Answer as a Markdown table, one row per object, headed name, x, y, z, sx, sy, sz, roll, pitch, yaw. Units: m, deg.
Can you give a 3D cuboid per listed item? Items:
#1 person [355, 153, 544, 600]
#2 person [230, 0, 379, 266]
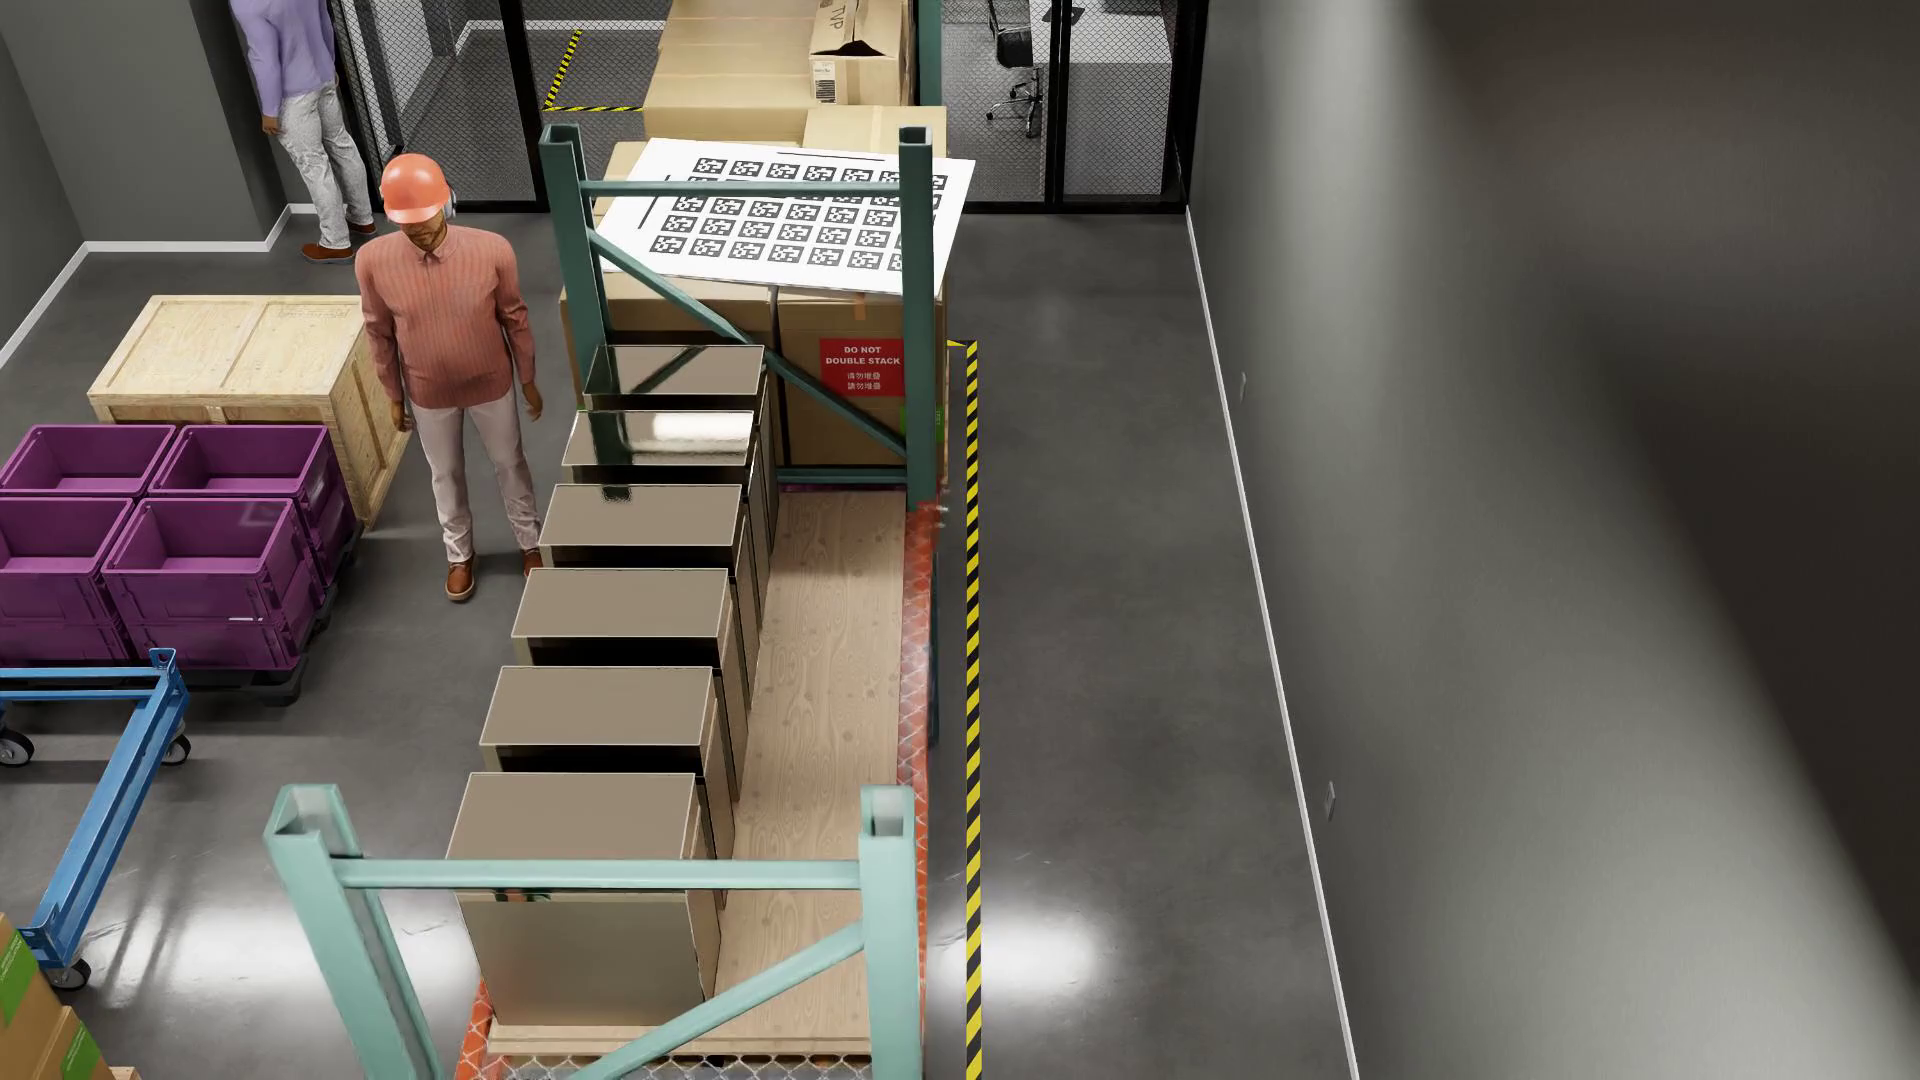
| name | x | y | z | sx | sy | sz | roll | pitch | yaw |
| --- | --- | --- | --- | --- | --- | --- | --- | --- | --- |
| person | -1.966 | -0.615 | 6.546 | 0.609 | 1.996 | 0.383 | -9 | 42 | -10 |
| person | -3.403 | -2.343 | 8.563 | 0.361 | 1.939 | 0.635 | 10 | 42 | 12 |
